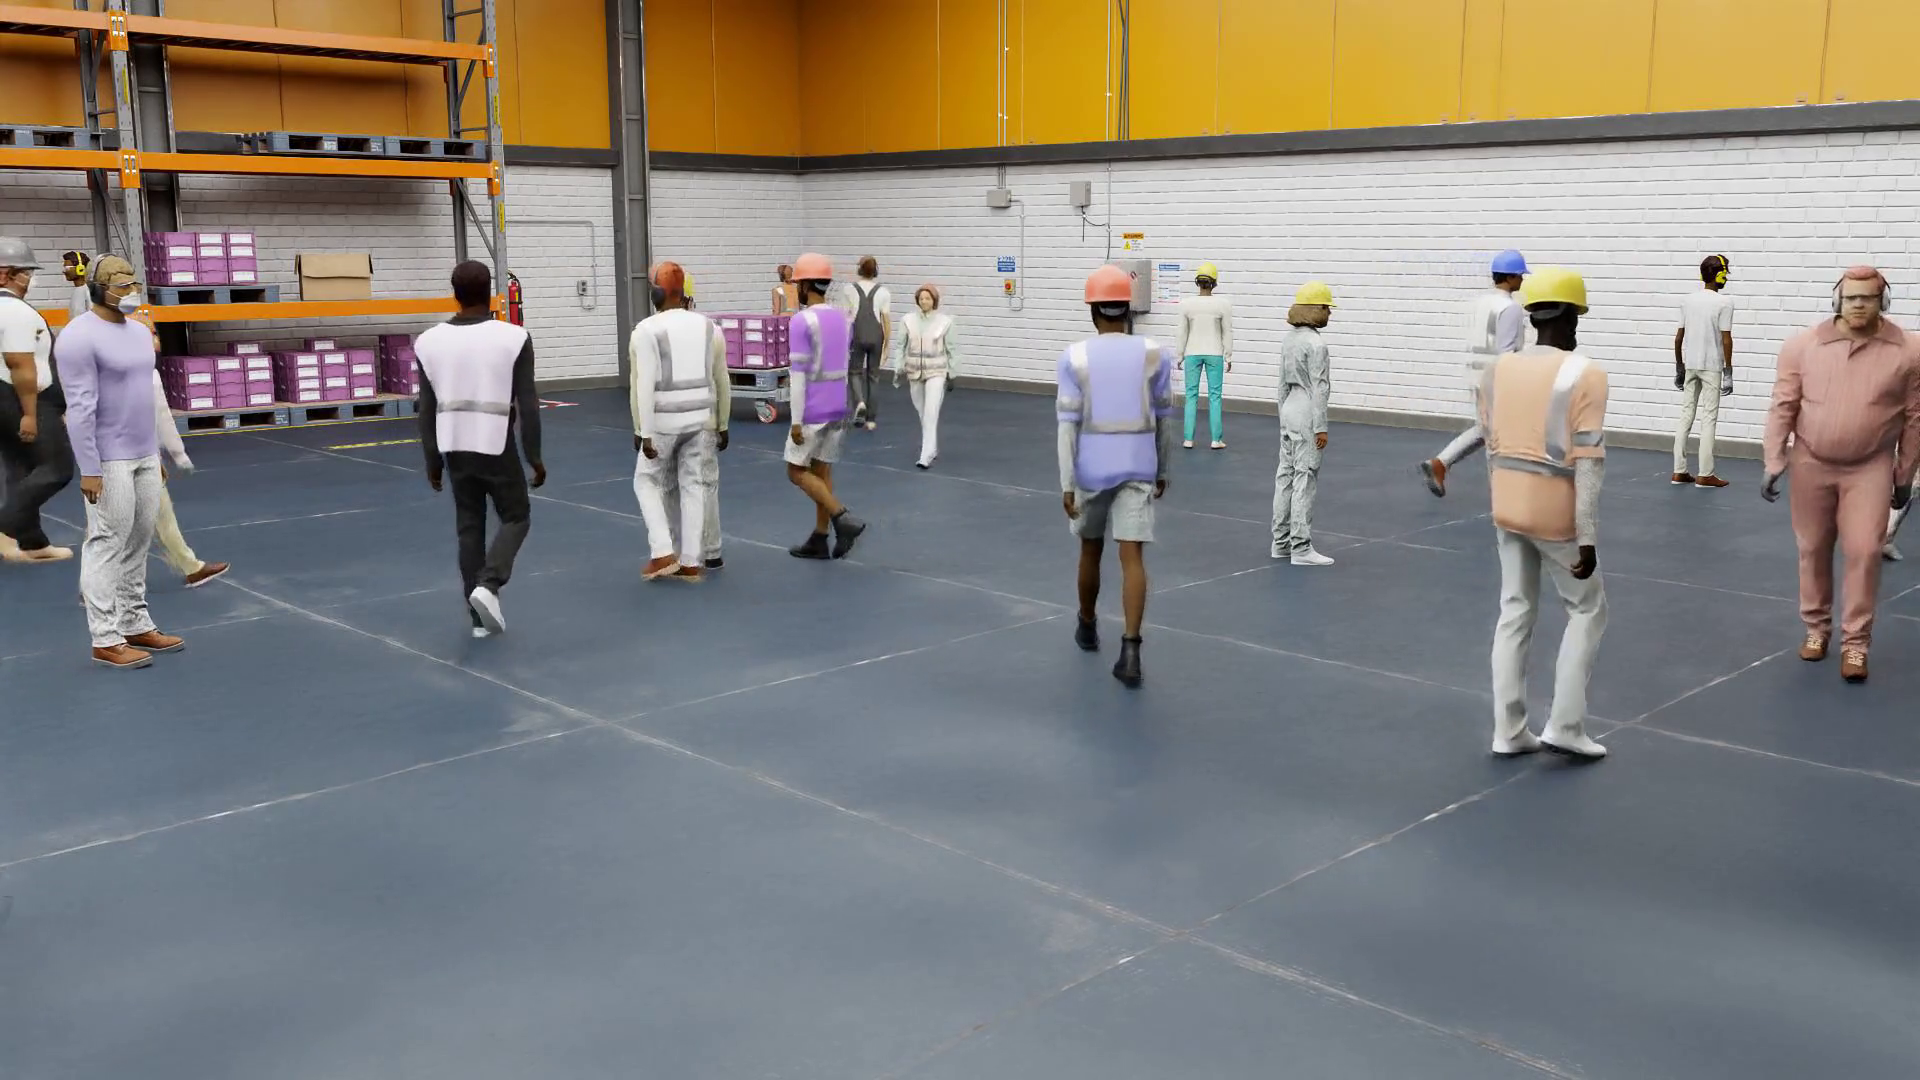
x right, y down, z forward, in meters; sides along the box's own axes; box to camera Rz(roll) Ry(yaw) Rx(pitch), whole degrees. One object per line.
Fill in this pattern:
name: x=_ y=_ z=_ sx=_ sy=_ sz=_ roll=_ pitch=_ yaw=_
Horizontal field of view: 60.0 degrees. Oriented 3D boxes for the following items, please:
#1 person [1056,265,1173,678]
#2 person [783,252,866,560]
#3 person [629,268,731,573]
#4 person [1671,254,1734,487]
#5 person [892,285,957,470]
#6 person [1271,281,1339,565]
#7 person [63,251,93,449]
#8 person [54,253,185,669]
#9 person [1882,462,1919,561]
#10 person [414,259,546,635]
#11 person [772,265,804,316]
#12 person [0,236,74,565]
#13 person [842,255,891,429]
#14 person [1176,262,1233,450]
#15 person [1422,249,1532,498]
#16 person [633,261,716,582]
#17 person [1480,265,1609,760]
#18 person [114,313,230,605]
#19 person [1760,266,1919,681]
person: x=0.719 y=-0.324 z=7.756 sx=0.551 sy=1.893 sz=0.985 roll=0 pitch=10 yaw=1
person: x=-0.832 y=-0.800 z=10.248 sx=0.570 sy=1.918 sz=0.558 roll=7 pitch=12 yaw=34
person: x=-1.661 y=-0.700 z=9.925 sx=0.587 sy=1.835 sz=0.404 roll=-2 pitch=11 yaw=-9
person: x=6.015 y=-1.361 z=13.434 sx=0.310 sy=1.868 sz=0.533 roll=-6 pitch=12 yaw=-29
person: x=-0.304 y=-1.431 z=14.583 sx=0.515 sy=1.591 sz=0.876 roll=4 pitch=11 yaw=19
person: x=2.145 y=-0.721 z=10.293 sx=0.314 sy=1.740 sz=0.492 roll=-3 pitch=11 yaw=-16
person: x=-8.237 y=-1.769 z=15.659 sx=0.329 sy=1.872 sz=0.508 roll=-9 pitch=14 yaw=-41
person: x=-3.970 y=-0.374 z=7.862 sx=0.354 sy=1.937 sz=0.635 roll=1 pitch=10 yaw=4
person: x=6.065 y=-0.649 z=10.267 sx=0.783 sy=1.605 sz=0.520 roll=-3 pitch=11 yaw=-18
person: x=-2.395 y=-0.436 z=8.291 sx=0.616 sy=1.905 sz=0.523 roll=1 pitch=10 yaw=4
person: x=-2.244 y=-2.759 z=21.687 sx=0.524 sy=1.638 sz=0.307 roll=-10 pitch=14 yaw=-44
person: x=-5.704 y=-0.835 z=10.099 sx=0.684 sy=2.000 sz=0.595 roll=8 pitch=13 yaw=37
person: x=-0.974 y=-2.036 z=17.233 sx=0.527 sy=1.823 sz=0.529 roll=-1 pitch=10 yaw=-5
person: x=2.318 y=-1.737 z=15.764 sx=0.533 sy=1.767 sz=0.312 roll=3 pitch=11 yaw=14
person: x=3.939 y=-1.204 z=12.456 sx=0.774 sy=1.928 sz=0.615 roll=-1 pitch=10 yaw=-4
person: x=-1.678 y=-0.678 z=9.693 sx=0.594 sy=1.869 sz=0.454 roll=-10 pitch=14 yaw=-43
person: x=2.269 y=-0.096 z=6.418 sx=0.526 sy=1.904 sz=0.598 roll=-6 pitch=12 yaw=-30
person: x=-4.532 y=-0.457 z=9.256 sx=0.495 sy=1.588 sz=0.870 roll=9 pitch=14 yaw=42
person: x=4.055 y=-0.309 z=7.683 sx=0.651 sy=1.877 sz=0.821 roll=7 pitch=12 yaw=32
